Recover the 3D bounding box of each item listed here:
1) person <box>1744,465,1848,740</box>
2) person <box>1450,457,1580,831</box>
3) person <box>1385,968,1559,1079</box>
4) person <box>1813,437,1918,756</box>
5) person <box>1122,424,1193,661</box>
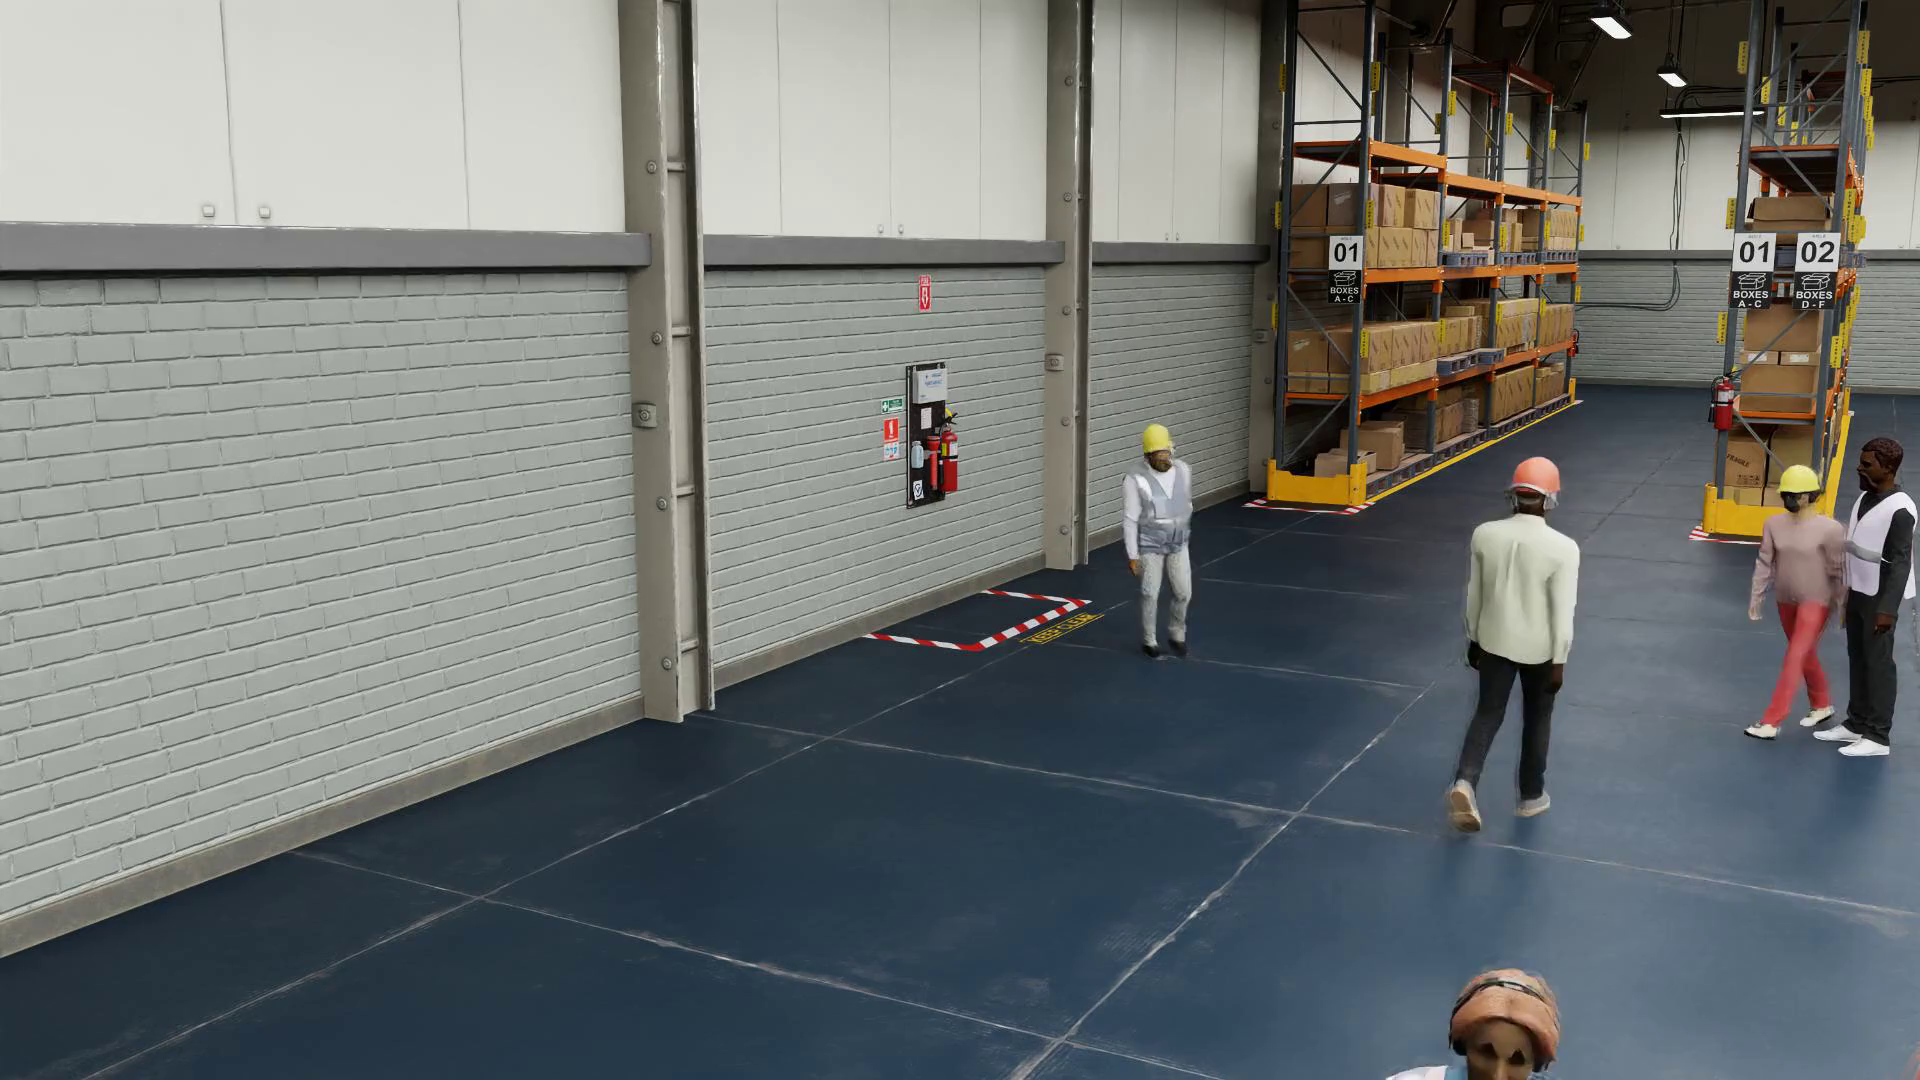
[{"bbox_3d":[5.237,0.379,10.379,0.927,1.708,0.533,-5,11,-28],"label":"person"},{"bbox_3d":[2.884,0.546,8.670,0.613,1.969,0.890,8,13,40],"label":"person"},{"bbox_3d":[1.015,1.640,3.331,0.550,1.589,0.850,5,11,25],"label":"person"},{"bbox_3d":[5.497,0.341,10.001,0.393,1.920,0.591,1,10,5],"label":"person"},{"bbox_3d":[1.448,0.029,12.216,0.605,1.788,0.525,-4,10,-20],"label":"person"}]
